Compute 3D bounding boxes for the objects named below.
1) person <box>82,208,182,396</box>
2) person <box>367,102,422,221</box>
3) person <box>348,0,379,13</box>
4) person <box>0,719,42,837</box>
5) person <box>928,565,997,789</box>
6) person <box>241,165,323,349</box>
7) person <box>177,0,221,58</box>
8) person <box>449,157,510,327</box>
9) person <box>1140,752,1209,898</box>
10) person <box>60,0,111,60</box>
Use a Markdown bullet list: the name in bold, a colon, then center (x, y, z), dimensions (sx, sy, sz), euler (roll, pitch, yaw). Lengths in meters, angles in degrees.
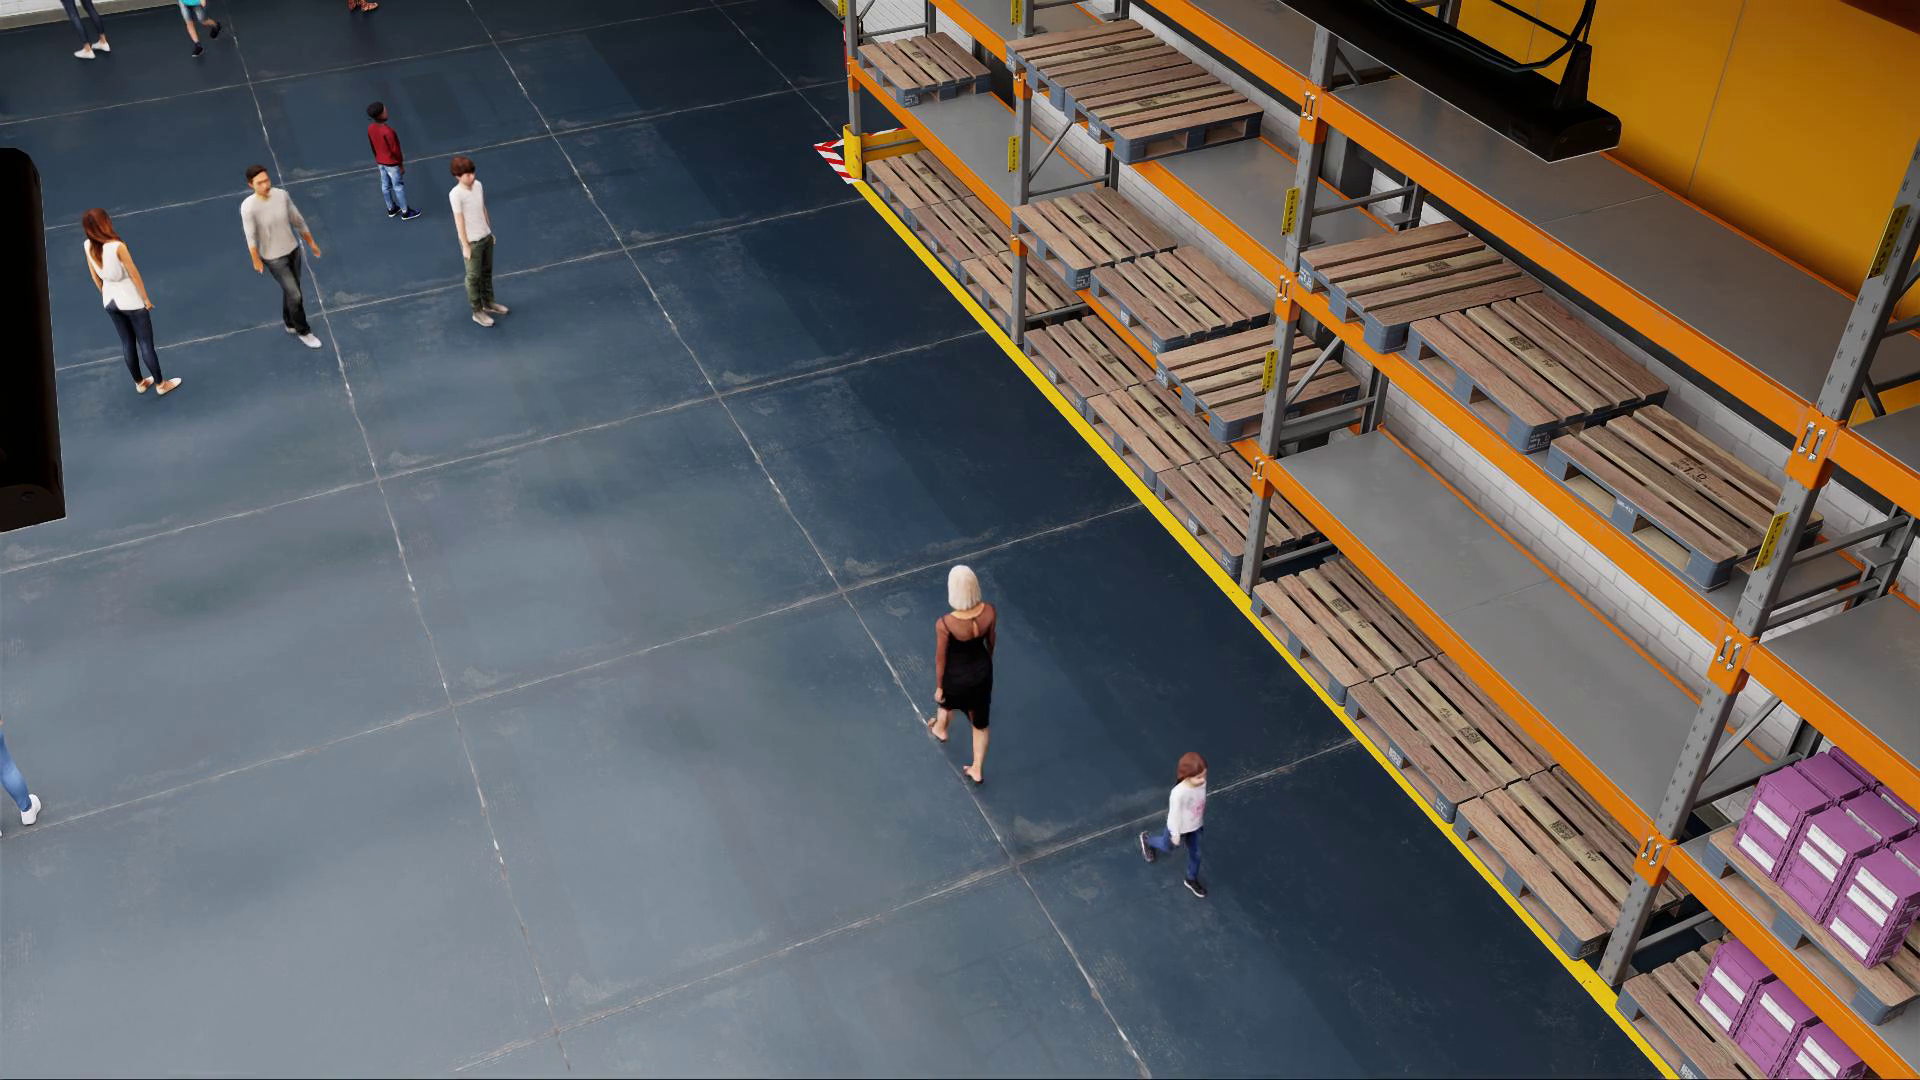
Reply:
- **person**: center (-7.304, -2.072, 14.526), dimensions (0.680, 1.784, 0.717), euler (8, 39, 10)
- **person**: center (-5.946, -3.942, 17.291), dimensions (0.567, 1.255, 0.646), euler (19, 42, 22)
- **person**: center (-8.026, -7.771, 21.713), dimensions (0.655, 1.719, 0.731), euler (16, 41, 19)
- **person**: center (-6.310, 1.228, 10.515), dimensions (0.656, 1.633, 0.581), euler (-21, 43, -25)
- **person**: center (0.076, 0.949, 10.795), dimensions (0.649, 1.718, 0.910), euler (-14, 41, -17)
- **person**: center (-6.294, -2.643, 15.235), dimensions (0.940, 1.791, 0.877), euler (18, 42, 21)
- **person**: center (-9.583, -6.797, 20.738), dimensions (0.799, 1.415, 0.942), euler (5, 39, 6)
- **person**: center (-4.538, -2.821, 15.569), dimensions (0.713, 1.653, 0.667), euler (16, 41, 19)
- **person**: center (1.354, 1.715, 10.336), dimensions (0.487, 1.094, 0.792), euler (-22, 43, -25)
- **person**: center (-10.966, -6.867, 20.511), dimensions (0.712, 1.807, 0.662), euler (14, 41, 17)
